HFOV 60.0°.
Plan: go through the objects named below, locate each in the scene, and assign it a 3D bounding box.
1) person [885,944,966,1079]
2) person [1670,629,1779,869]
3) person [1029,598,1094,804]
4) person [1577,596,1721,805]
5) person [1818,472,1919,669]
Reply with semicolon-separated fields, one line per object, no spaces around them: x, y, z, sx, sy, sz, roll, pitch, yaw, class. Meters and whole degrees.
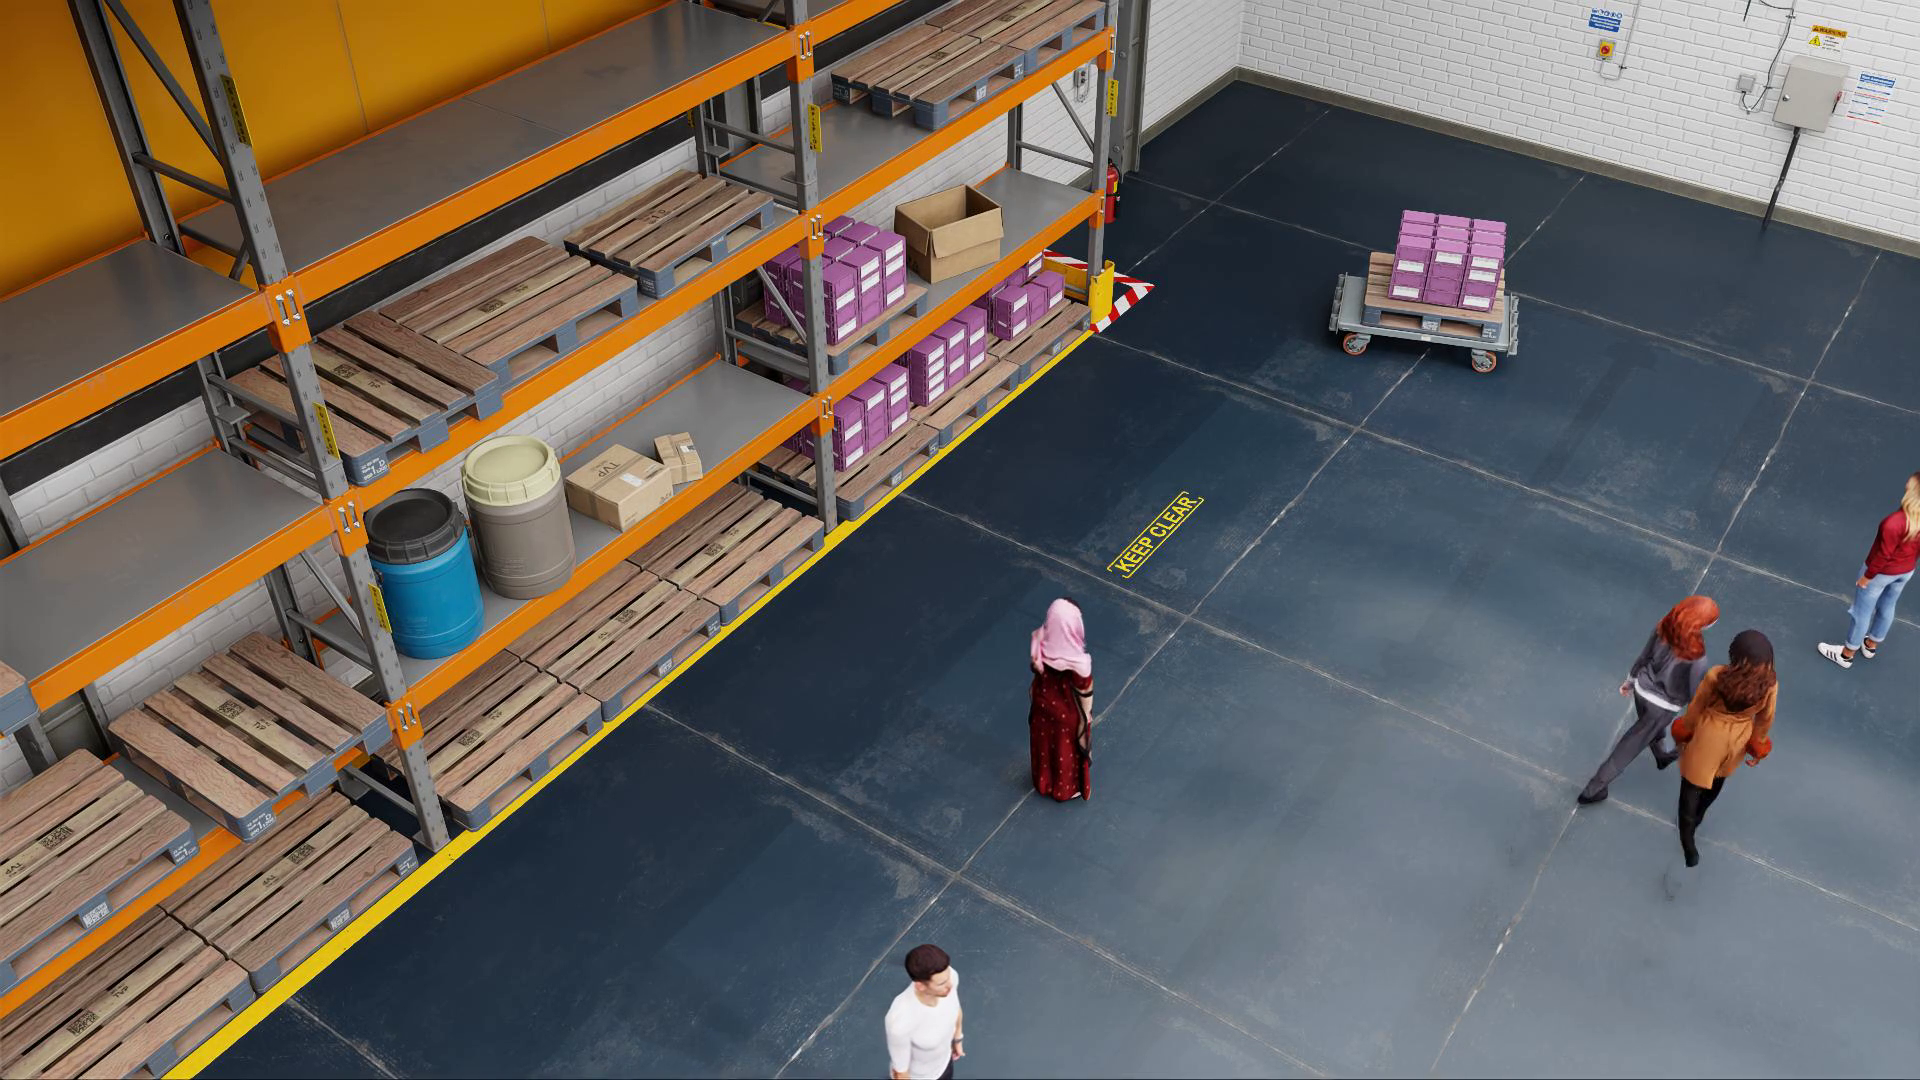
-0.199;2.627;8.322;0.728;1.844;0.493;25;45;28;person
4.609;1.286;10.110;0.949;1.709;1.139;13;40;15;person
0.638;1.009;10.513;0.657;1.638;0.700;-31;48;-33;person
4.255;1.060;10.374;1.191;1.732;1.022;-15;41;-18;person
6.434;0.202;11.527;0.651;1.634;0.746;-12;40;-15;person
